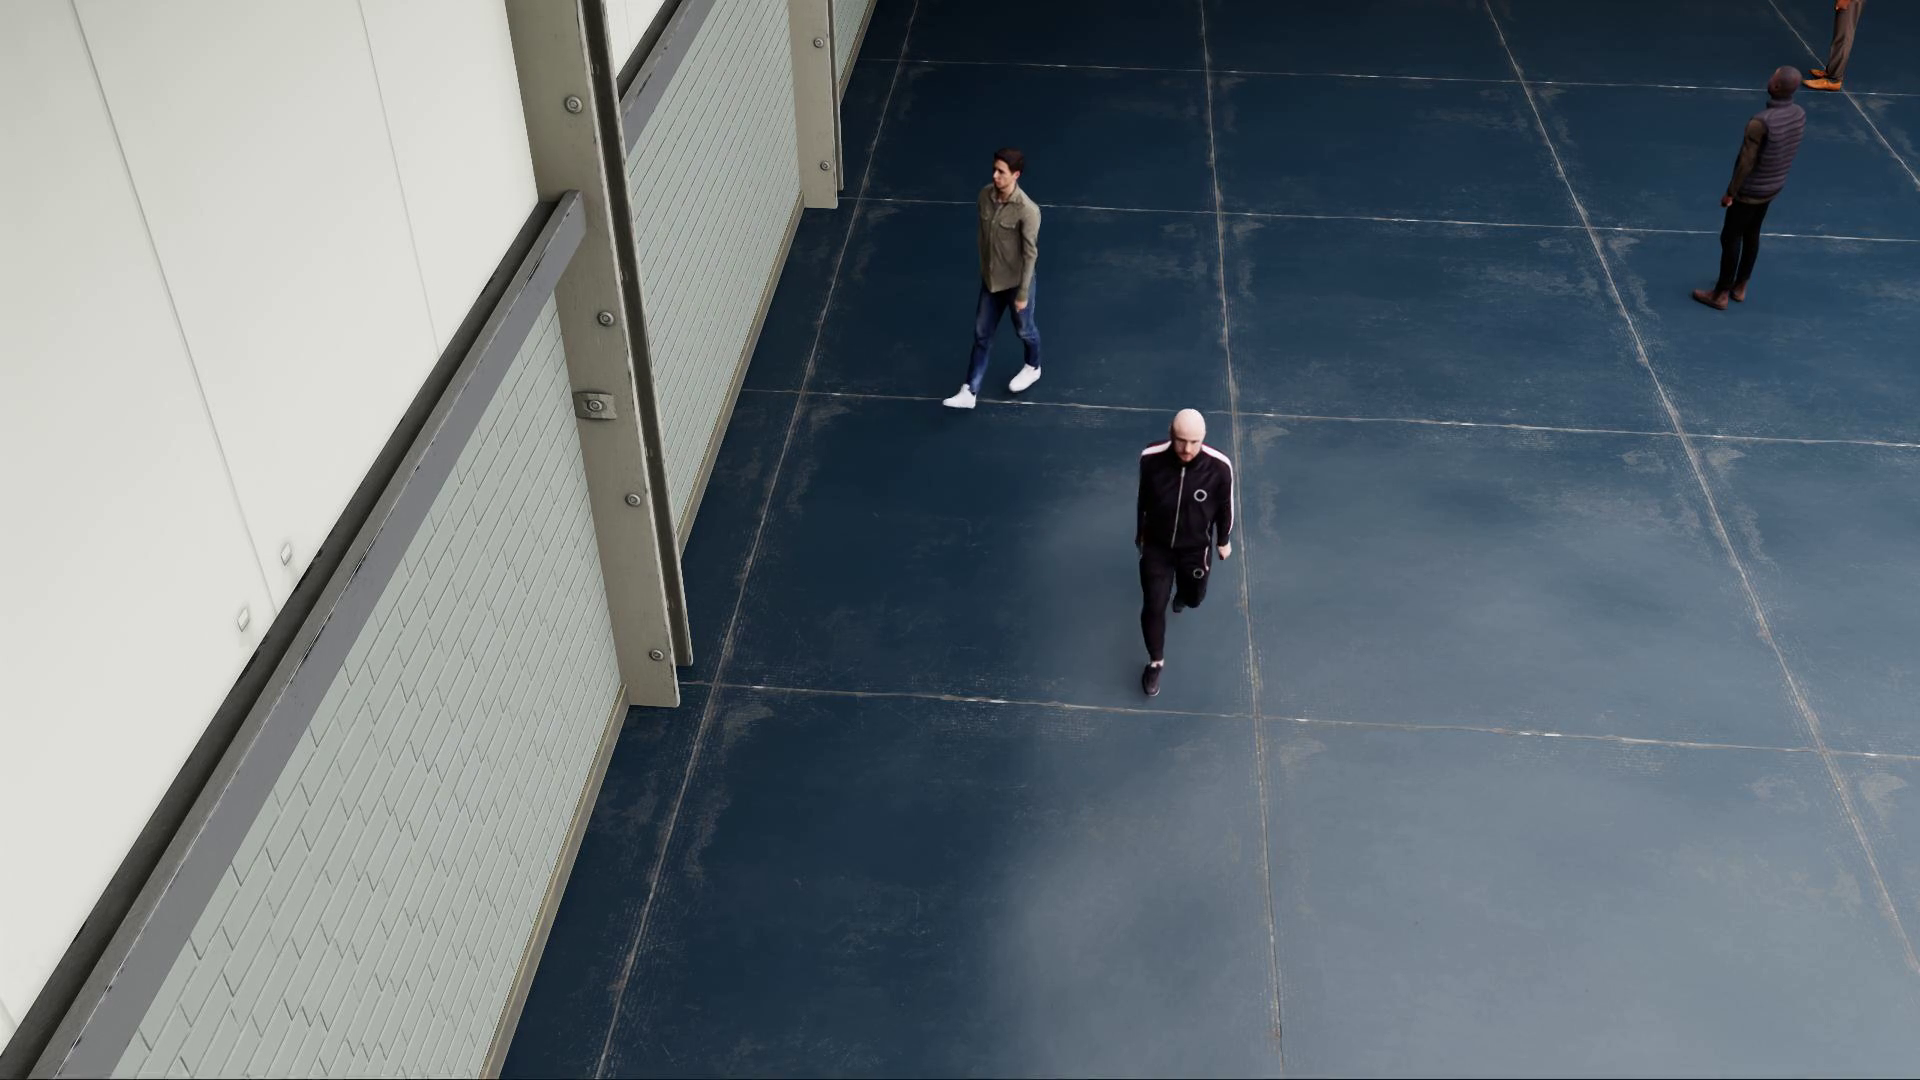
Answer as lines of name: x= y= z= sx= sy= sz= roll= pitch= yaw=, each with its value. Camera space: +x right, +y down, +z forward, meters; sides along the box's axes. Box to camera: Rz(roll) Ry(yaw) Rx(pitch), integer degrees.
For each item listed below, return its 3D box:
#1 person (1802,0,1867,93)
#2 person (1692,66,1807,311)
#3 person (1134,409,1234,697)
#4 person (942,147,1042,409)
person: x=8.256 y=-5.097 z=15.282 sx=0.848 sy=1.908 sz=0.720 roll=22 pitch=43 yaw=25
person: x=5.774 y=-2.555 z=12.091 sx=0.779 sy=1.835 sz=0.788 roll=-20 pitch=42 yaw=-24
person: x=1.159 y=-0.041 z=8.913 sx=0.750 sy=1.792 sz=1.073 roll=8 pitch=39 yaw=10
person: x=0.390 y=-1.742 z=11.068 sx=1.138 sy=1.815 sz=1.246 roll=30 pitch=47 yaw=33
